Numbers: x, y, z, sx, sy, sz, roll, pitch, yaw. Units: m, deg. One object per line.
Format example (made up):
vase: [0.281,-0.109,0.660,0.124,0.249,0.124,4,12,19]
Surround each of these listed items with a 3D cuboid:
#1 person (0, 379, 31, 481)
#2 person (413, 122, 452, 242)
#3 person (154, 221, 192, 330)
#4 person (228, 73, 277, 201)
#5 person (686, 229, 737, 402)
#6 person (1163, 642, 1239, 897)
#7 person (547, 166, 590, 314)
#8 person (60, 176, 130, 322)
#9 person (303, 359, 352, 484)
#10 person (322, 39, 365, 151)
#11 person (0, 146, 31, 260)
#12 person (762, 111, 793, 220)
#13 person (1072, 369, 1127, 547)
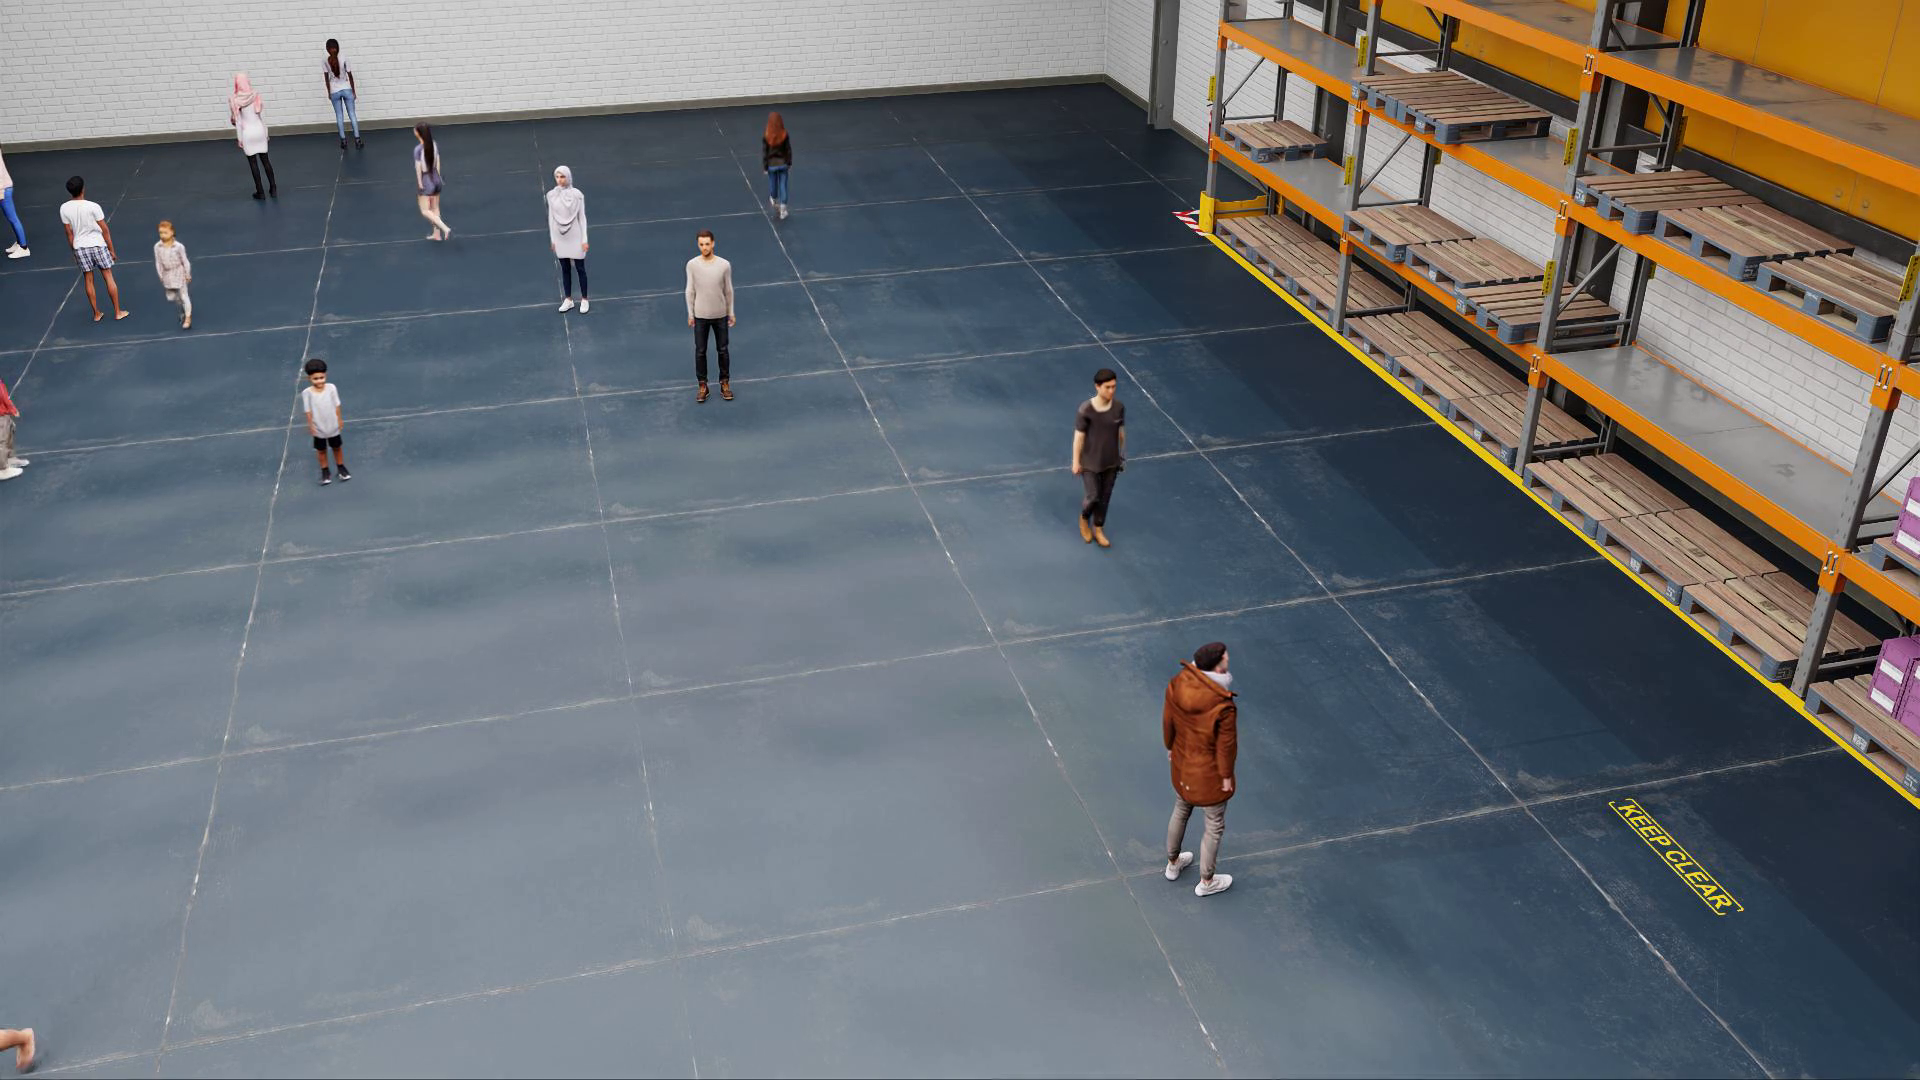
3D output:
person: [-9.327,-1.232,15.973,0.653,1.406,0.713,21,35,33]
person: [-7.018,-4.737,22.161,0.910,1.634,0.853,15,32,25]
person: [-9.222,-3.149,19.591,0.599,1.306,0.646,-1,29,-2]
person: [-10.202,-5.829,23.986,0.753,1.803,0.734,25,37,38]
person: [-2.638,-2.394,17.622,0.679,1.868,0.609,-4,29,-7]
person: [1.539,1.446,10.615,0.894,1.837,0.798,-24,37,-36]
person: [-4.679,-3.614,19.955,0.683,1.775,0.668,4,29,8]
person: [-10.285,-3.445,19.687,0.650,1.734,0.561,-4,29,-7]
person: [-6.114,-1.159,15.998,0.521,1.254,0.539,-14,32,-24]
person: [-9.803,-7.078,26.363,0.581,1.719,0.522,-8,30,-15]
person: [-12.508,-4.579,21.731,0.755,1.769,0.582,-16,32,-26]
person: [-2.534,-5.206,23.218,0.633,1.444,0.966,-4,29,-8]
person: [1.210,-0.763,14.801,0.676,1.705,0.662,-11,31,-20]
